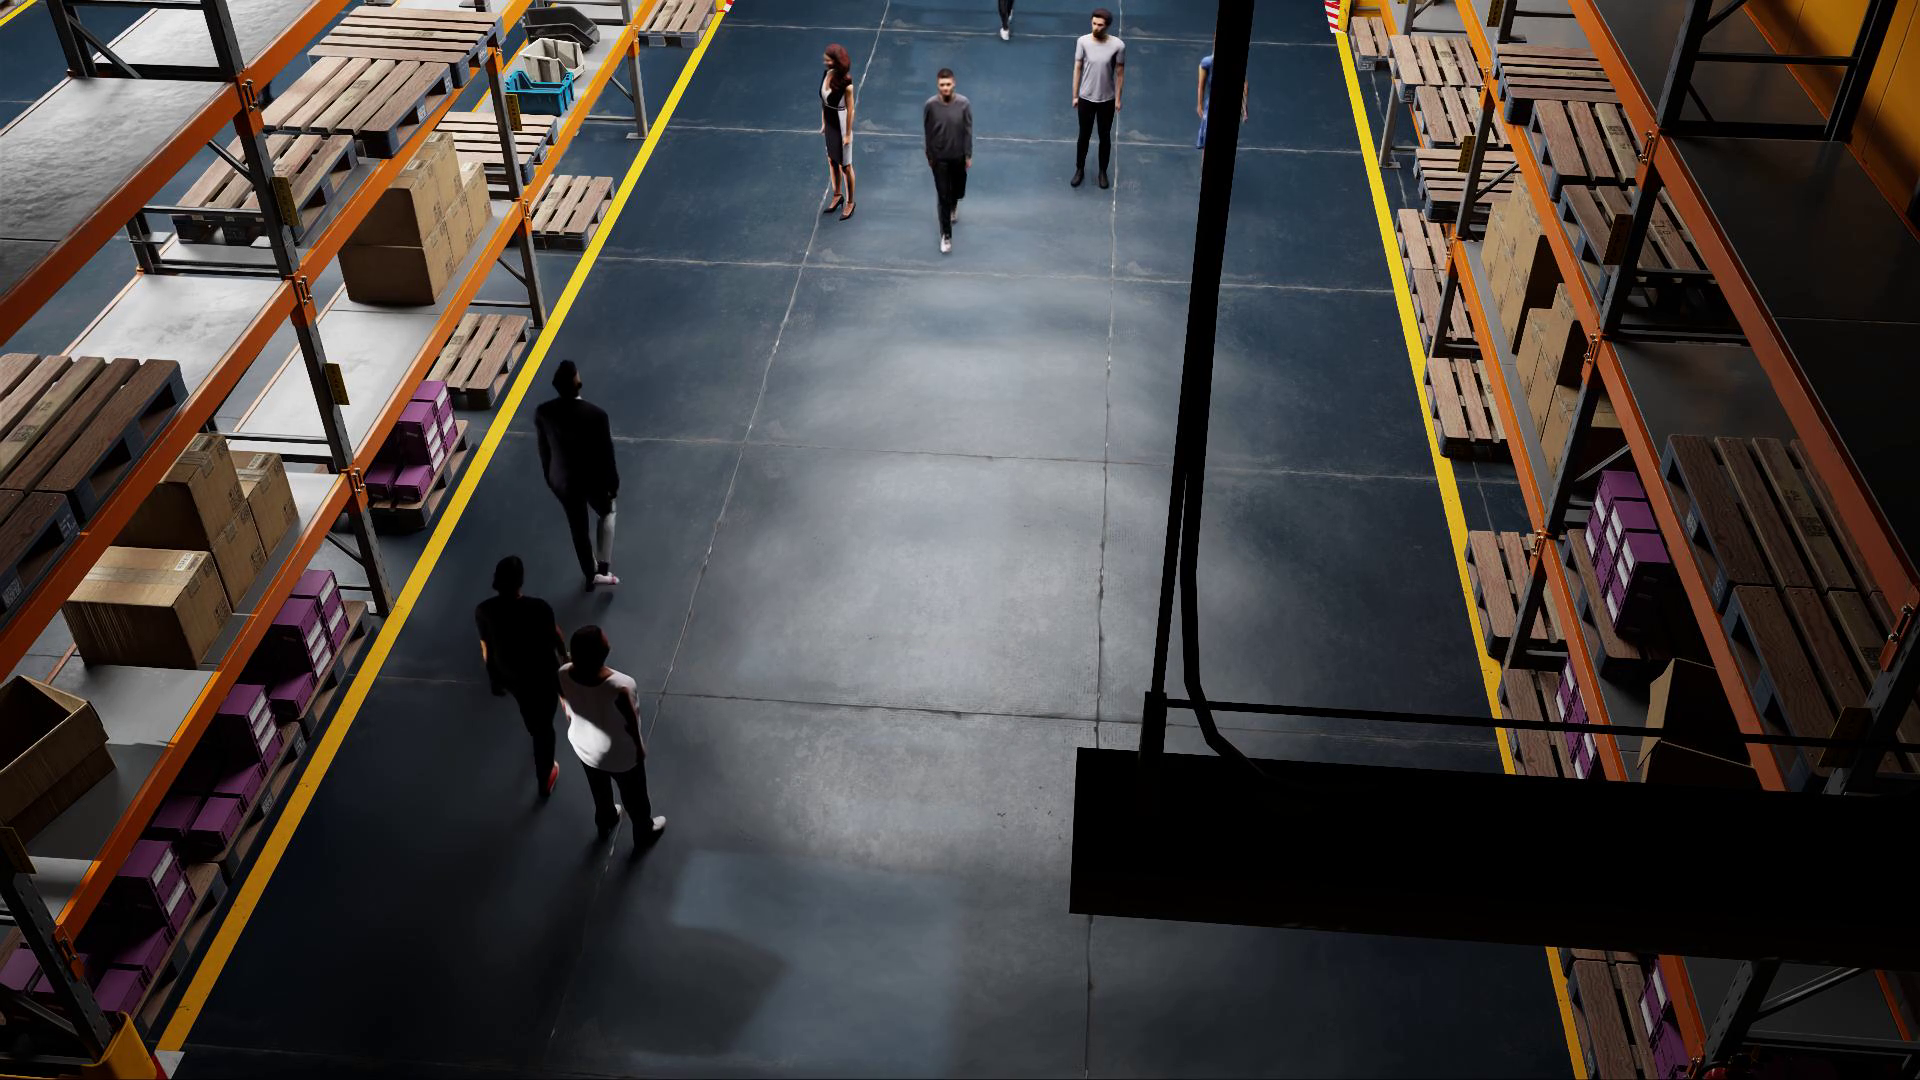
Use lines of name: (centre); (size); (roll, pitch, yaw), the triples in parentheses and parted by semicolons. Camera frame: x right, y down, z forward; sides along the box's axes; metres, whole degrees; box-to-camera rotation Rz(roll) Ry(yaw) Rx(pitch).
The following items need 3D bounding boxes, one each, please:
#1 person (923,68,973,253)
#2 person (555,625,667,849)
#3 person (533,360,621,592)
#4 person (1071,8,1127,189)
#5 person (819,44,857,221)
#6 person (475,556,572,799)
person: (-0.103, -3.736, 16.112); (0.765, 1.736, 1.102); (-4, 39, -5)
person: (-2.117, 1.174, 10.004); (0.733, 1.687, 0.726); (16, 41, 19)
person: (-2.714, -0.391, 11.758); (0.740, 1.942, 0.735); (0, 39, 0)
person: (1.406, -4.522, 16.994); (0.681, 1.864, 0.578); (7, 39, 9)
person: (-1.204, -4.045, 16.451); (0.691, 1.797, 0.638); (-29, 47, -31)
person: (-2.690, 0.900, 10.314); (0.610, 1.728, 0.934); (2, 39, 3)
